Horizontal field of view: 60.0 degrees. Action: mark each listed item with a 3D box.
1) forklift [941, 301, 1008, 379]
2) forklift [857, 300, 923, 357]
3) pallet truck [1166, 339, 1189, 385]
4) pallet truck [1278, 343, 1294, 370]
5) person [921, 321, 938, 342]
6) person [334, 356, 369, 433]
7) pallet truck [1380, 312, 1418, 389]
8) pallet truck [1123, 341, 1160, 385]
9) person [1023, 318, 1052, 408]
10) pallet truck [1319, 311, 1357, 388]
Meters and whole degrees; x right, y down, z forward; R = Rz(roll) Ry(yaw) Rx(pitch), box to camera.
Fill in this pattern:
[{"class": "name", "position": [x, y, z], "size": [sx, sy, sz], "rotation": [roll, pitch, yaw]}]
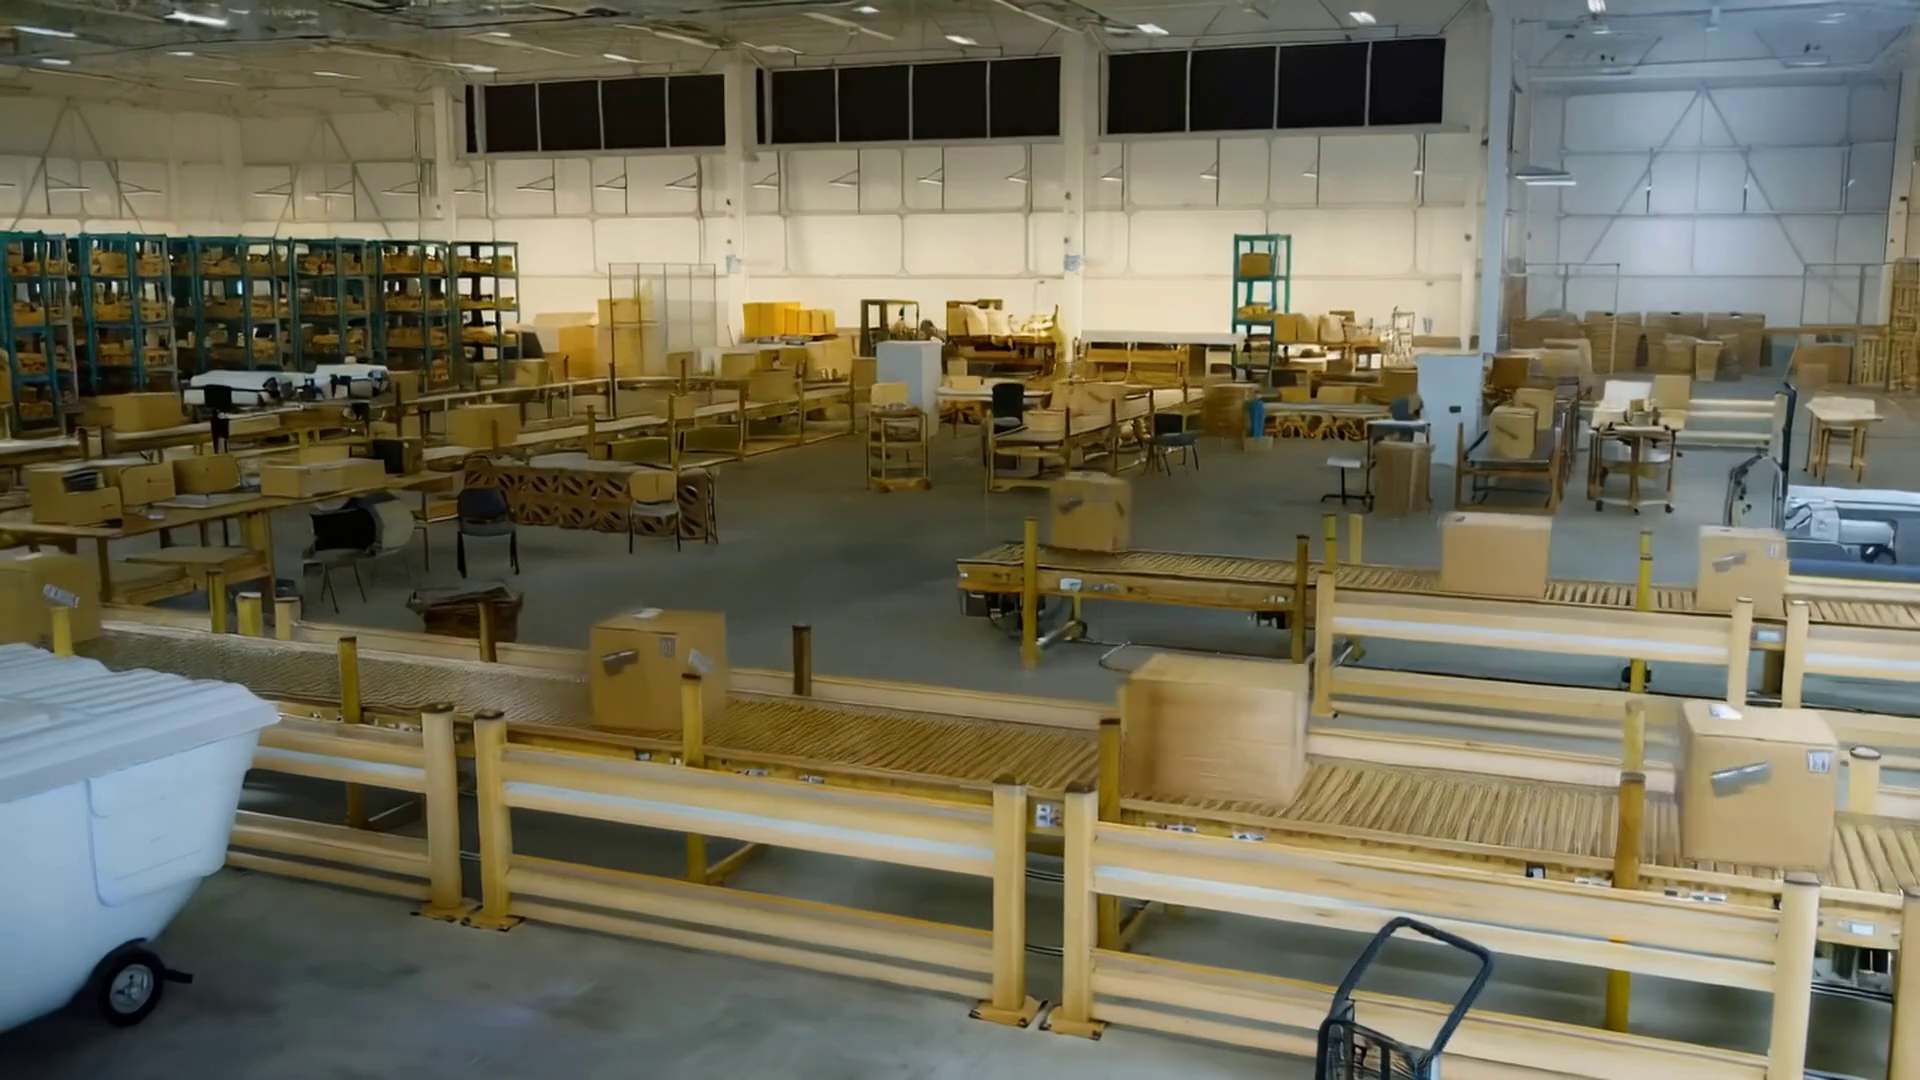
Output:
[{"class": "forklift", "position": [0.365, -4.966, 41.571], "size": [1.157, 1.987, 2.680], "rotation": [3, 10, 20]}, {"class": "forklift", "position": [-1.732, -5.109, 42.468], "size": [1.157, 1.987, 2.680], "rotation": [4, 10, 22]}, {"class": "pallet truck", "position": [5.418, -4.269, 40.420], "size": [0.704, 1.261, 1.522], "rotation": [3, 10, 20]}, {"class": "pallet truck", "position": [7.886, -4.163, 39.743], "size": [0.653, 1.274, 1.630], "rotation": [4, 10, 22]}, {"class": "person", "position": [-0.718, -3.606, 34.623], "size": [0.665, 1.884, 0.660], "rotation": [-2, 10, -11]}, {"class": "person", "position": [-8.598, -1.725, 23.567], "size": [0.531, 1.767, 0.328], "rotation": [4, 10, 21]}, {"class": "pallet truck", "position": [10.207, -4.283, 38.369], "size": [0.823, 1.965, 1.885], "rotation": [3, 10, 20]}, {"class": "pallet truck", "position": [4.445, -4.380, 41.279], "size": [0.680, 1.201, 1.601], "rotation": [4, 10, 22]}, {"class": "person", "position": [1.435, -3.181, 31.550], "size": [0.605, 2.045, 0.377], "rotation": [6, 11, 34]}, {"class": "pallet truck", "position": [9.071, -4.419, 39.190], "size": [0.823, 1.965, 1.885], "rotation": [5, 10, 26]}]
